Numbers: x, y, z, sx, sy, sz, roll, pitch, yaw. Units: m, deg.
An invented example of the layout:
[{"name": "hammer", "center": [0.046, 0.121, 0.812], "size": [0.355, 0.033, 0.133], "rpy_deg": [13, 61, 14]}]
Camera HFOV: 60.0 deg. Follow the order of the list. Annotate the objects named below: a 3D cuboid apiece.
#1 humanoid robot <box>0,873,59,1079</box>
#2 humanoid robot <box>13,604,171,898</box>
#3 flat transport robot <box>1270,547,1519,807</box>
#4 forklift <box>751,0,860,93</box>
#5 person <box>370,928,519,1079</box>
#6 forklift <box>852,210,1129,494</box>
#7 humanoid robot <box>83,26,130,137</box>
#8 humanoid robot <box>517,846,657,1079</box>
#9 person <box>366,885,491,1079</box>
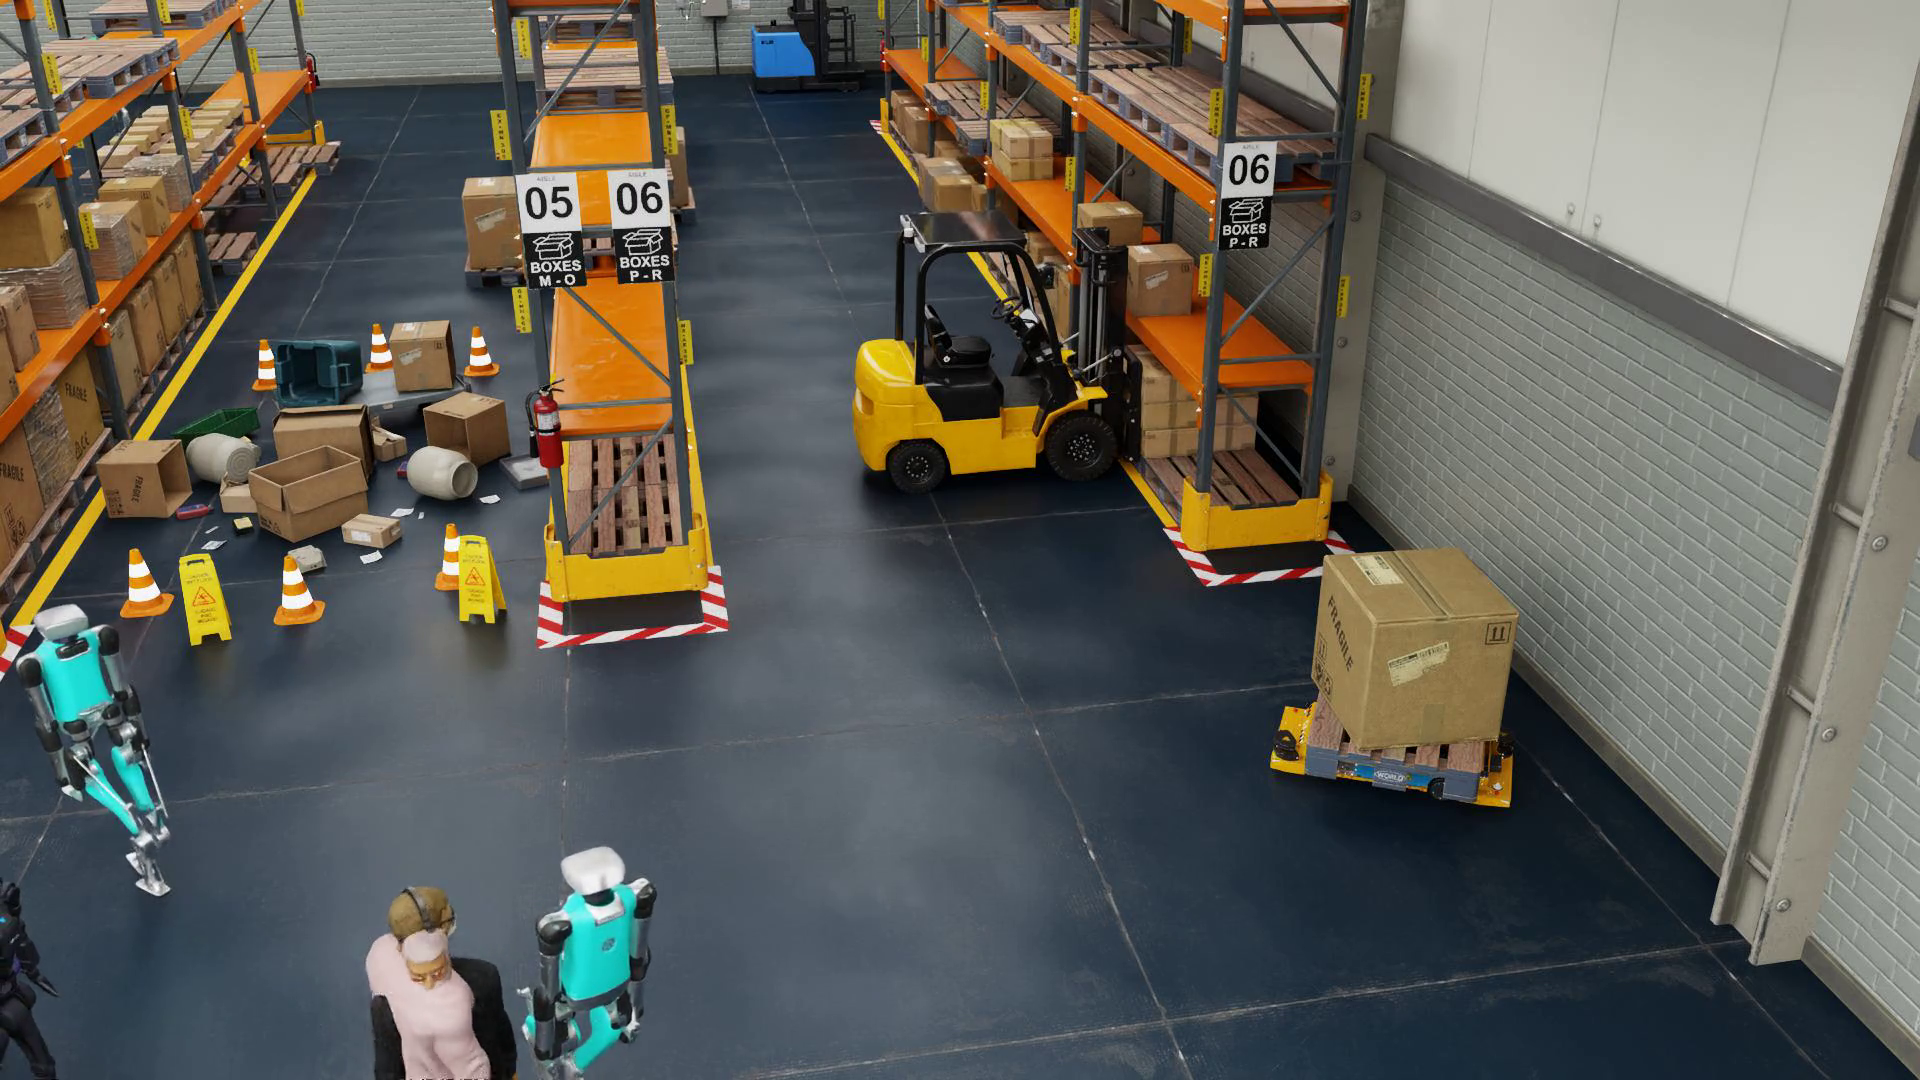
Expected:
[{"name": "humanoid robot", "center": [-4.225, 2.046, 7.262], "size": [0.450, 1.637, 0.609], "rpy_deg": [0, 26, 1]}, {"name": "humanoid robot", "center": [-4.499, 1.229, 8.897], "size": [0.856, 1.789, 0.530], "rpy_deg": [17, 31, 32]}, {"name": "flat transport robot", "center": [2.709, 1.312, 10.398], "size": [1.431, 0.231, 0.659], "rpy_deg": [8, 27, 16]}, {"name": "forklift", "center": [-2.872, -9.679, 30.288], "size": [1.873, 2.768, 1.129], "rpy_deg": [-5, 26, -10]}, {"name": "person", "center": [-2.047, 2.246, 6.692], "size": [0.561, 1.802, 0.963], "rpy_deg": [-10, 27, -20]}, {"name": "forklift", "center": [0.216, -1.659, 14.366], "size": [2.313, 2.155, 1.214], "rpy_deg": [-5, 26, -10]}, {"name": "humanoid robot", "center": [-13.503, -7.216, 26.571], "size": [0.552, 1.891, 0.781], "rpy_deg": [-21, 33, -37]}, {"name": "humanoid robot", "center": [-1.676, 2.012, 7.242], "size": [0.583, 1.738, 0.924], "rpy_deg": [-21, 33, -37]}, {"name": "person", "center": [-2.048, 2.179, 6.681], "size": [0.632, 1.940, 0.409], "rpy_deg": [23, 34, 39]}]
